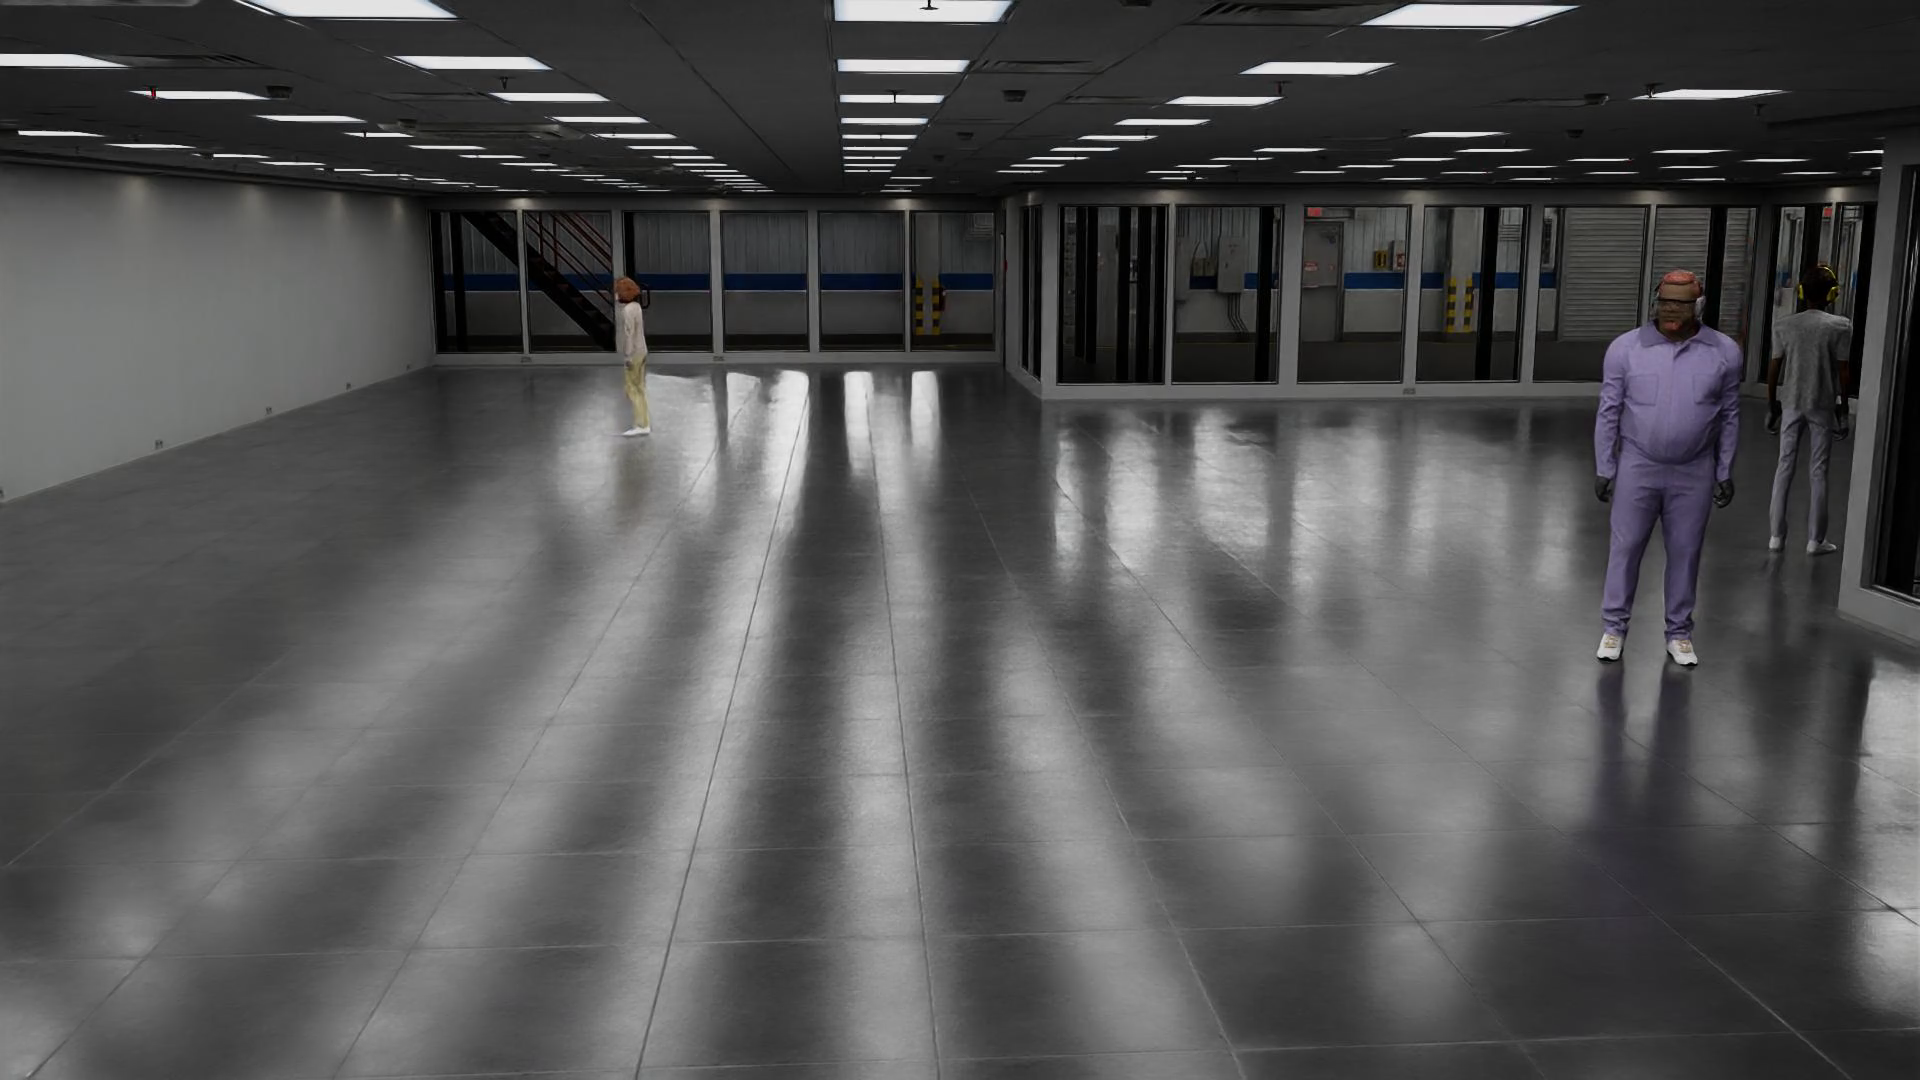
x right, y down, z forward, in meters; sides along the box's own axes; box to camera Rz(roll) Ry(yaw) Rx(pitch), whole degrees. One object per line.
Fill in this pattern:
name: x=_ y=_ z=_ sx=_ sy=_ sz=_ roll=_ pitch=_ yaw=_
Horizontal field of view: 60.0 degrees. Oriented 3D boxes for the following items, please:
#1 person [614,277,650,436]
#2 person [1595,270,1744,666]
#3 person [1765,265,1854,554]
person: x=-3.343 y=-1.878 z=17.081 sx=0.351 sy=1.624 sz=0.544 roll=1 pitch=11 yaw=3
person: x=3.400 y=-0.338 z=8.016 sx=0.652 sy=1.904 sz=0.402 roll=3 pitch=11 yaw=15
person: x=5.520 y=-0.839 z=10.821 sx=0.511 sy=1.872 sz=0.329 roll=9 pitch=14 yaw=40
